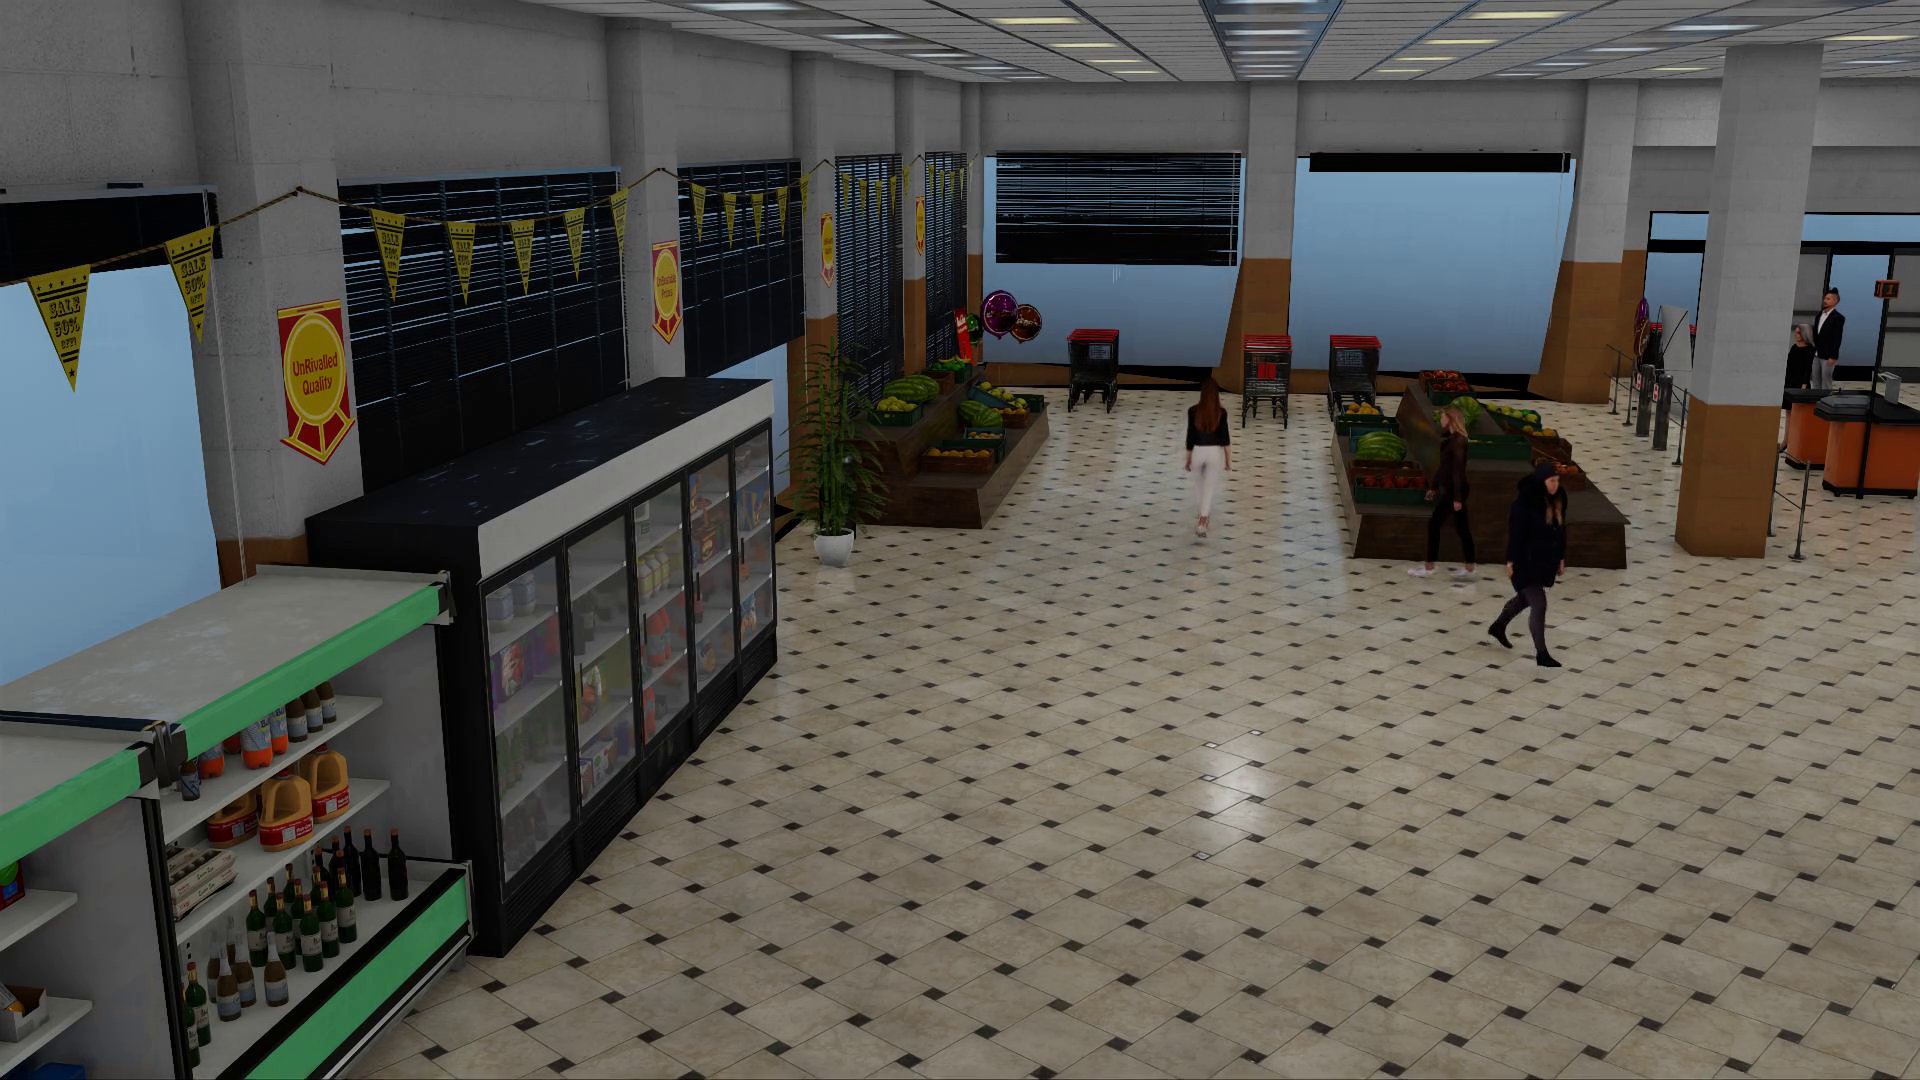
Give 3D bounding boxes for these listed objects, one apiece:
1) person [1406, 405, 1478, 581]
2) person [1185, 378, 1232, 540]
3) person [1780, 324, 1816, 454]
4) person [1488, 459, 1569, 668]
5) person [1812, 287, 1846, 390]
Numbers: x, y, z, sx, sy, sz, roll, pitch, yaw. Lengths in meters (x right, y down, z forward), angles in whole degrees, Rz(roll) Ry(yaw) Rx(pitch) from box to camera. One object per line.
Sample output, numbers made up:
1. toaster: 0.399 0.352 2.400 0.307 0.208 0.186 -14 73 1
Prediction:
1. person: 4.774 -0.419 15.746 0.713 1.664 0.823 3 14 13
2. person: 2.569 -0.825 17.412 0.730 1.668 1.163 4 14 18
3. person: 11.115 -2.006 22.113 0.739 1.747 0.626 -3 14 -12
4. person: 4.545 0.172 13.367 1.068 1.638 1.188 -7 15 -28
5. person: 13.087 -2.844 25.143 0.847 1.948 0.687 -3 14 -12
